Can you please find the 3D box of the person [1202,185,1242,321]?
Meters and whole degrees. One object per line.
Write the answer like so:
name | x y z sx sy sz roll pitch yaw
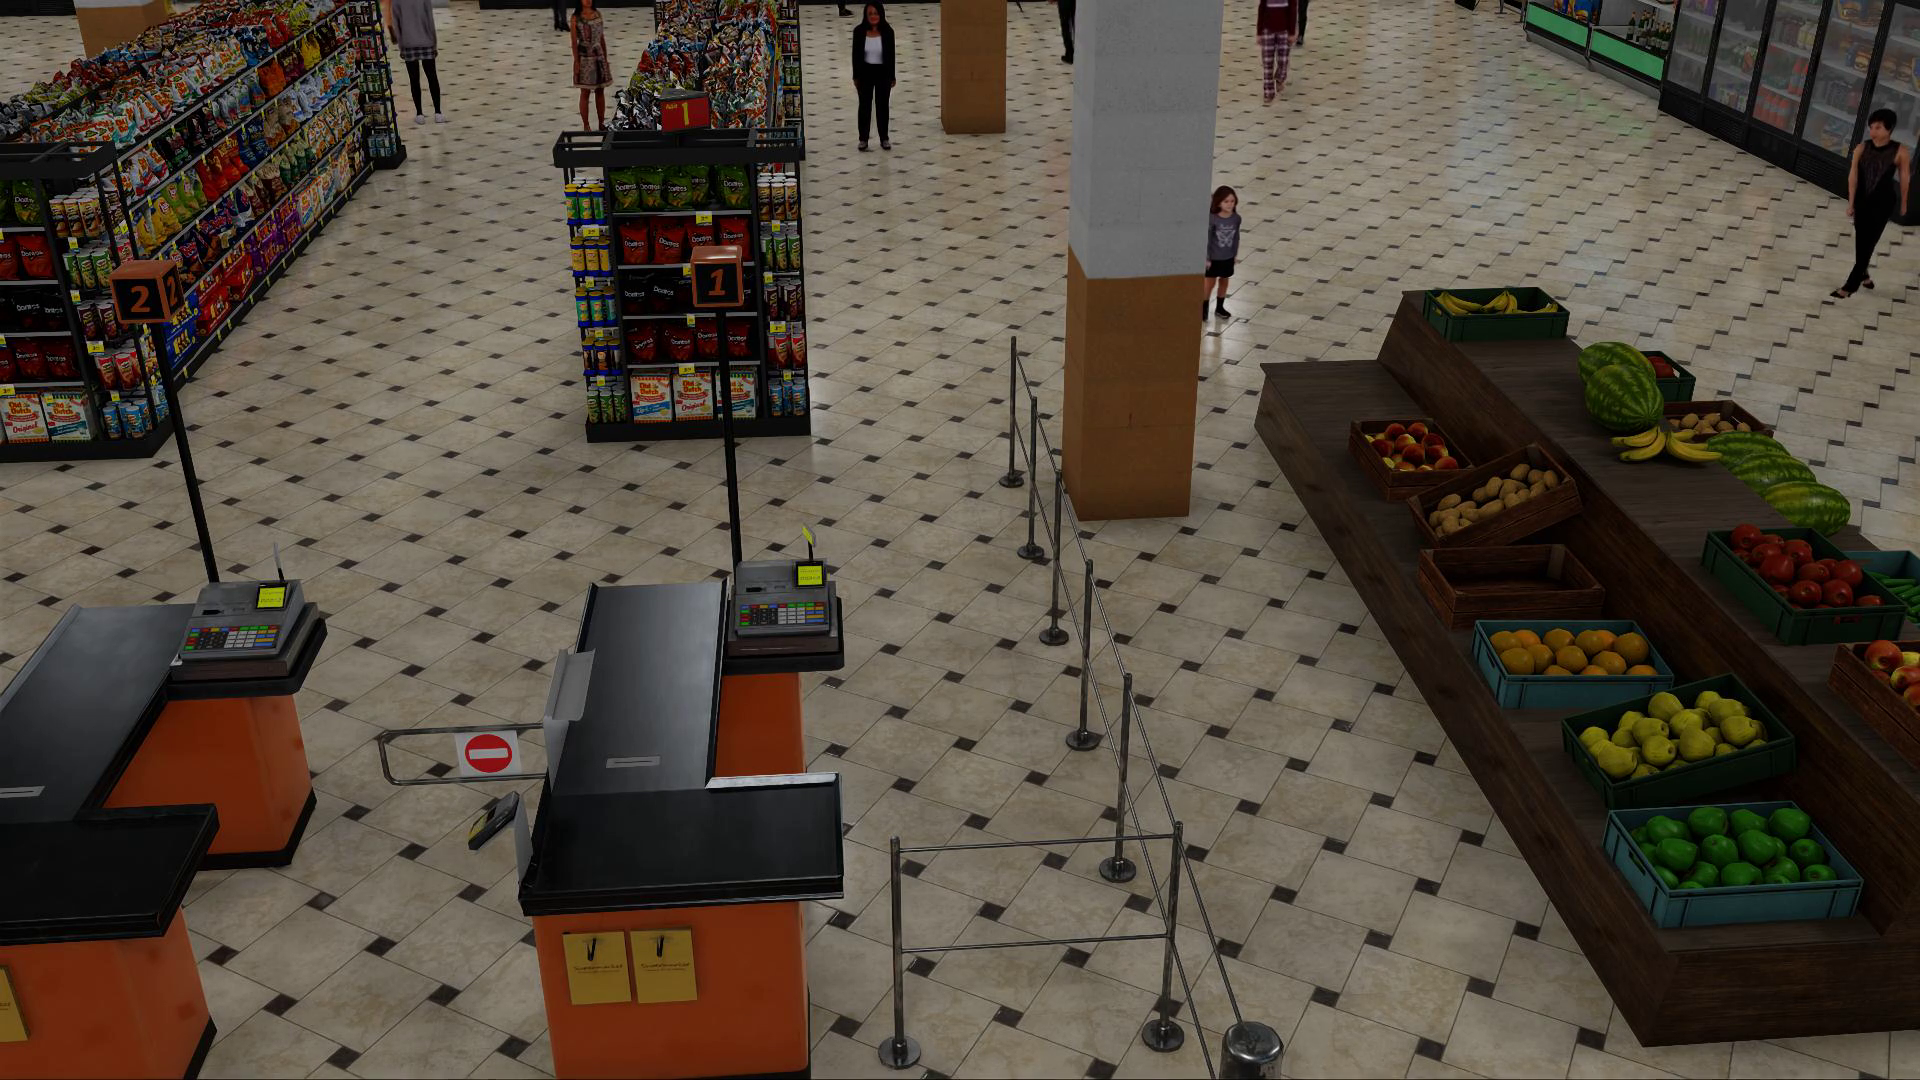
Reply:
person | 2.090 -2.316 13.387 0.523 1.098 0.523 -10 29 -20

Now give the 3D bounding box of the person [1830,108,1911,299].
person | 7.613 -2.772 13.784 0.951 1.553 0.955 22 34 36

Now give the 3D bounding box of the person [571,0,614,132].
person | -4.228 -5.498 19.057 0.720 1.645 0.747 -23 35 -38

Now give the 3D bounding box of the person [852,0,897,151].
person | -0.951 -5.140 18.383 0.648 1.617 0.622 -4 27 -7

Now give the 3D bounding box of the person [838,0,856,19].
person | -1.832 -8.984 26.144 0.634 1.452 0.435 -1 27 -2

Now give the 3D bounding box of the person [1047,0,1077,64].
person | 1.512 -7.410 22.719 0.717 1.743 0.689 0 27 -1

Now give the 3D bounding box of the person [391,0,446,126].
person | -6.355 -5.790 19.494 0.665 1.772 0.625 -9 28 -18

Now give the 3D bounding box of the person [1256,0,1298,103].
person | 3.932 -6.265 20.621 0.783 1.599 0.848 8 28 16

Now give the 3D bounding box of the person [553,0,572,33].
person | -6.037 -8.466 24.974 0.708 1.586 0.604 -21 33 -35
